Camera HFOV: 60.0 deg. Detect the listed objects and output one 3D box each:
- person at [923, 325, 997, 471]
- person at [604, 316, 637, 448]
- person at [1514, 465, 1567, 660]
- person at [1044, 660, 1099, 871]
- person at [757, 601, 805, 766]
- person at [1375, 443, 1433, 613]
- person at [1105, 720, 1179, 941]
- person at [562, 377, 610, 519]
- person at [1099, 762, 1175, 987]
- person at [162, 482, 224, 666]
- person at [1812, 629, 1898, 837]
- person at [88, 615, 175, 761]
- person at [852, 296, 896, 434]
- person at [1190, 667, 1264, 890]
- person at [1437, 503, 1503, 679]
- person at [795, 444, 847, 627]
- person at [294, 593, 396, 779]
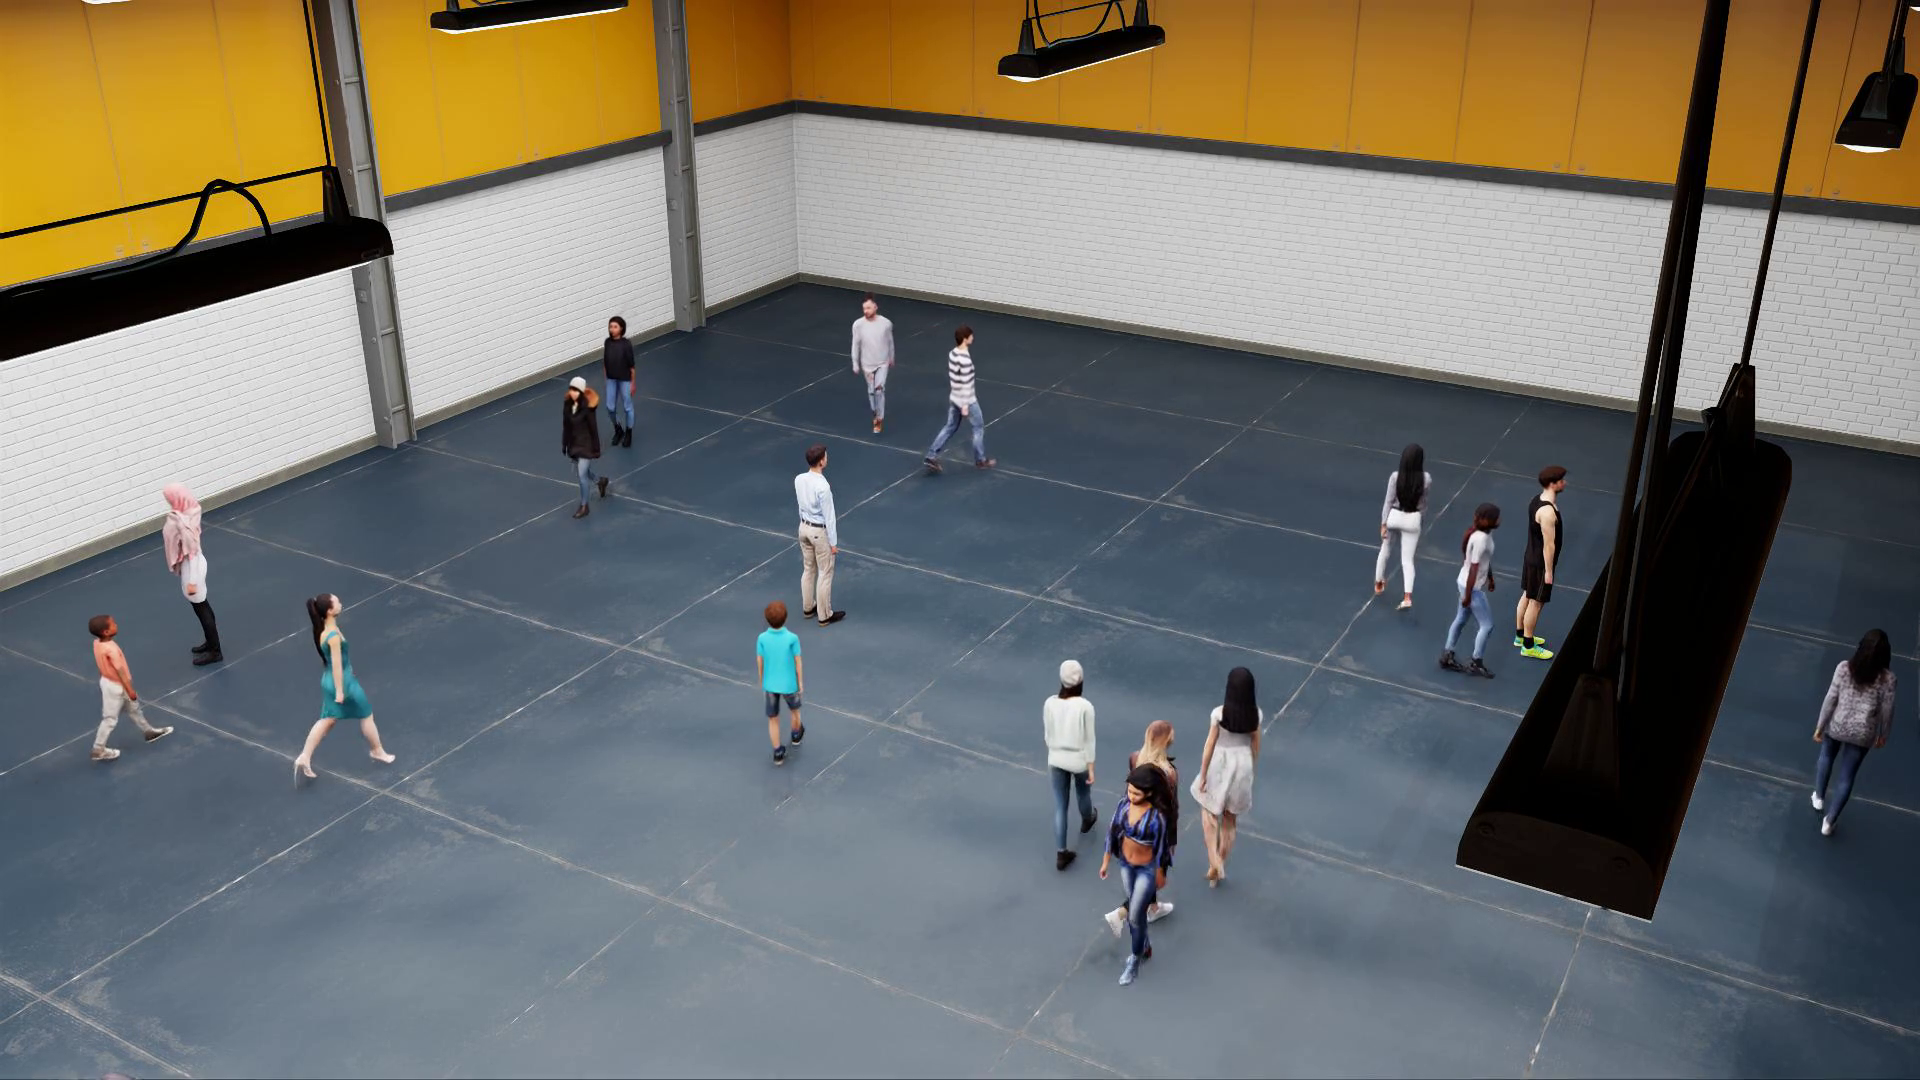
[{"bbox_3d":[-0.063,-1.655,20.005,1.259,1.813,1.096,-10,26,-22],"label":"person"},{"bbox_3d":[-4.257,-2.015,20.989,0.670,1.684,0.689,4,24,8],"label":"person"},{"bbox_3d":[5.476,0.189,15.684,0.824,1.895,0.692,1,24,3],"label":"person"},{"bbox_3d":[0.806,1.719,12.535,0.717,1.613,1.037,9,25,20],"label":"person"},{"bbox_3d":[-1.513,1.215,13.913,0.741,1.434,0.873,1,24,3],"label":"person"},{"bbox_3d":[4.448,-0.089,16.581,0.816,1.686,1.155,4,24,9],"label":"person"},{"bbox_3d":[1.291,2.055,11.674,1.061,1.687,0.847,-18,29,-35],"label":"person"},{"bbox_3d":[-4.277,-1.098,18.975,0.620,1.617,0.912,13,27,27],"label":"person"},{"bbox_3d":[1.275,2.215,11.398,0.804,1.616,0.734,-19,30,-37],"label":"person"},{"bbox_3d":[-7.166,0.298,15.549,0.782,1.804,0.740,-9,25,-20],"label":"person"},{"bbox_3d":[6.885,1.513,12.883,0.678,1.713,0.818,15,28,31],"label":"person"},{"bbox_3d":[-7.176,1.260,14.000,0.964,1.282,0.682,-20,31,-38],"label":"person"},{"bbox_3d":[-1.086,-2.318,21.538,0.980,1.799,1.138,-2,24,-4],"label":"person"},{"bbox_3d":[2.002,1.801,12.168,0.817,1.756,0.880,-3,24,-8],"label":"person"},{"bbox_3d":[4.641,0.439,15.350,0.750,1.705,0.750,6,24,14],"label":"person"},{"bbox_3d":[-1.408,-0.063,16.320,0.669,1.846,0.651,19,30,37],"label":"person"},{"bbox_3d":[-5.167,1.225,13.621,1.104,1.649,0.833,-17,29,-33],"label":"person"}]
